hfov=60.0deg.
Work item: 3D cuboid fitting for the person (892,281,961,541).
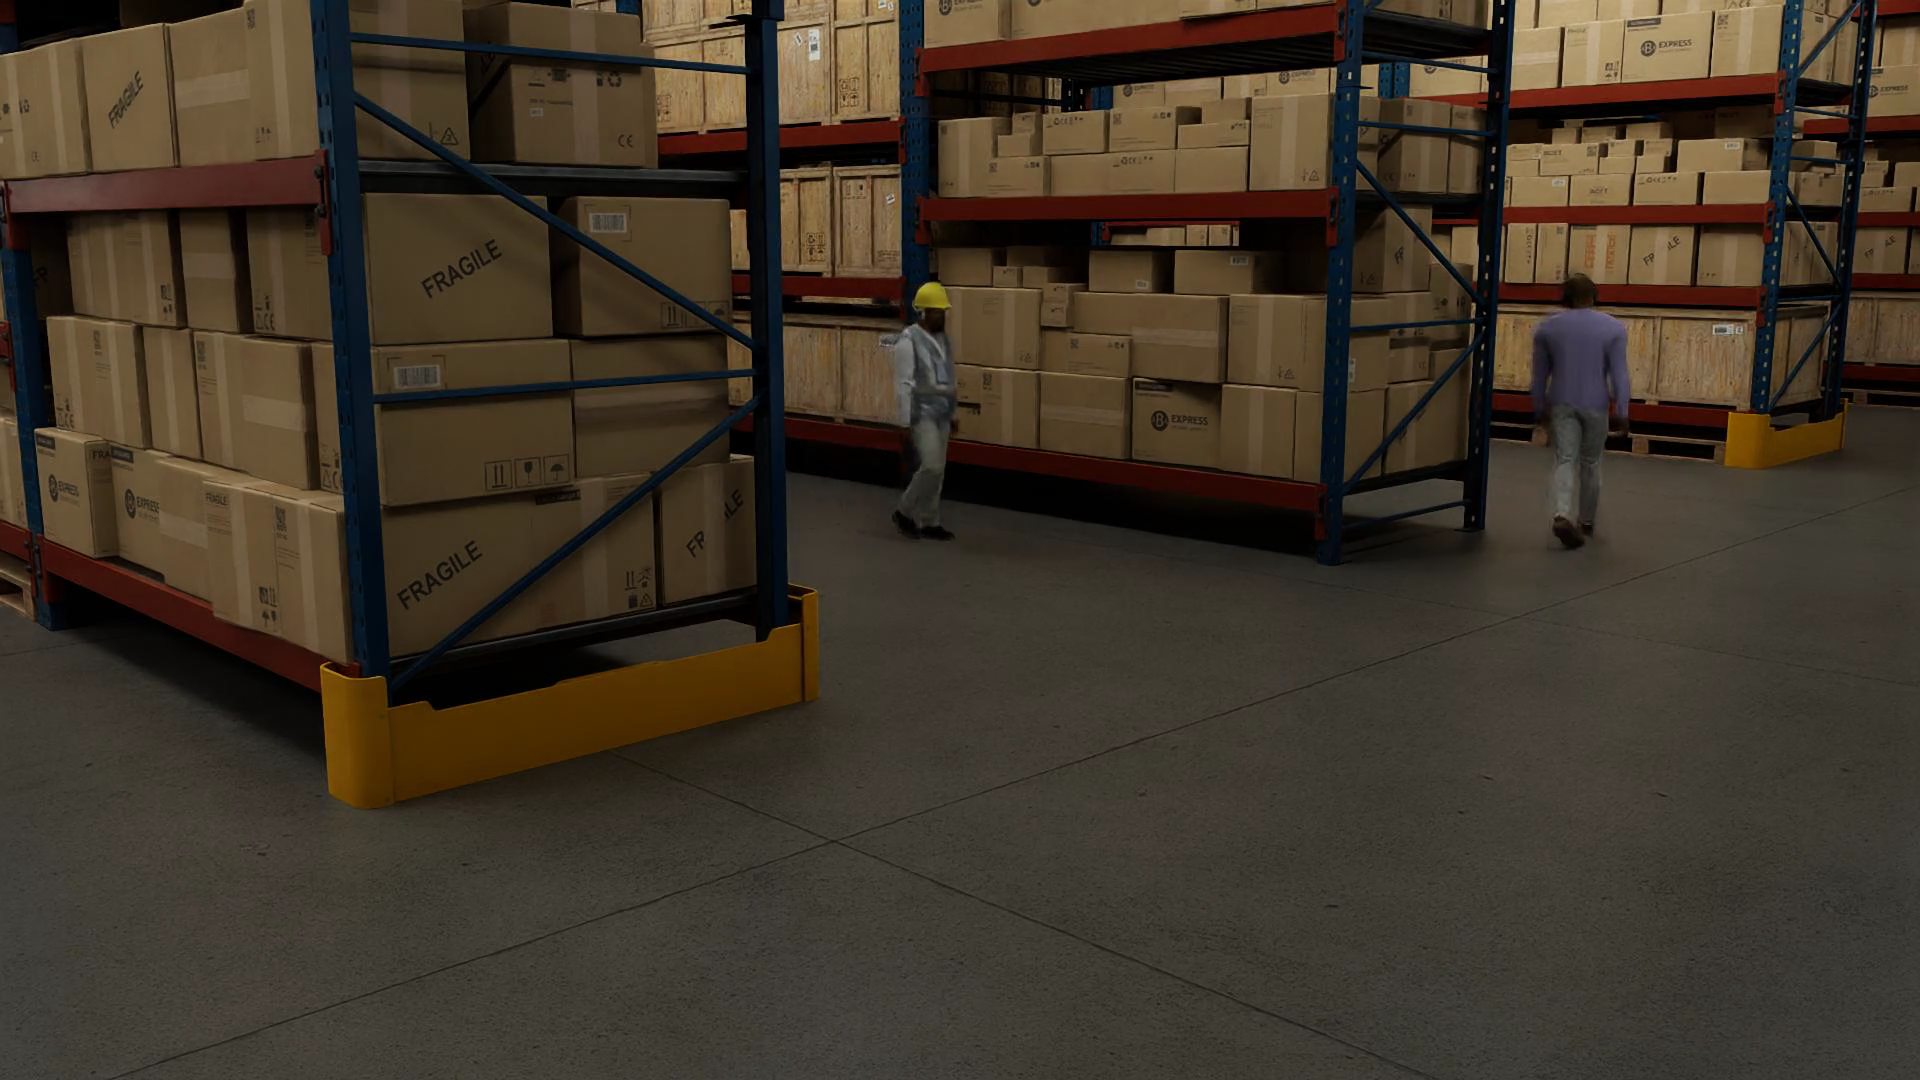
[{"bbox_3d":[-0.207,-0.880,11.565,0.415,1.818,0.594,6,12,30],"label":"person"}]

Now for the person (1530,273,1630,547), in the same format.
[{"bbox_3d":[4.280,-0.900,11.522,0.681,1.886,0.975,5,11,24],"label":"person"}]
